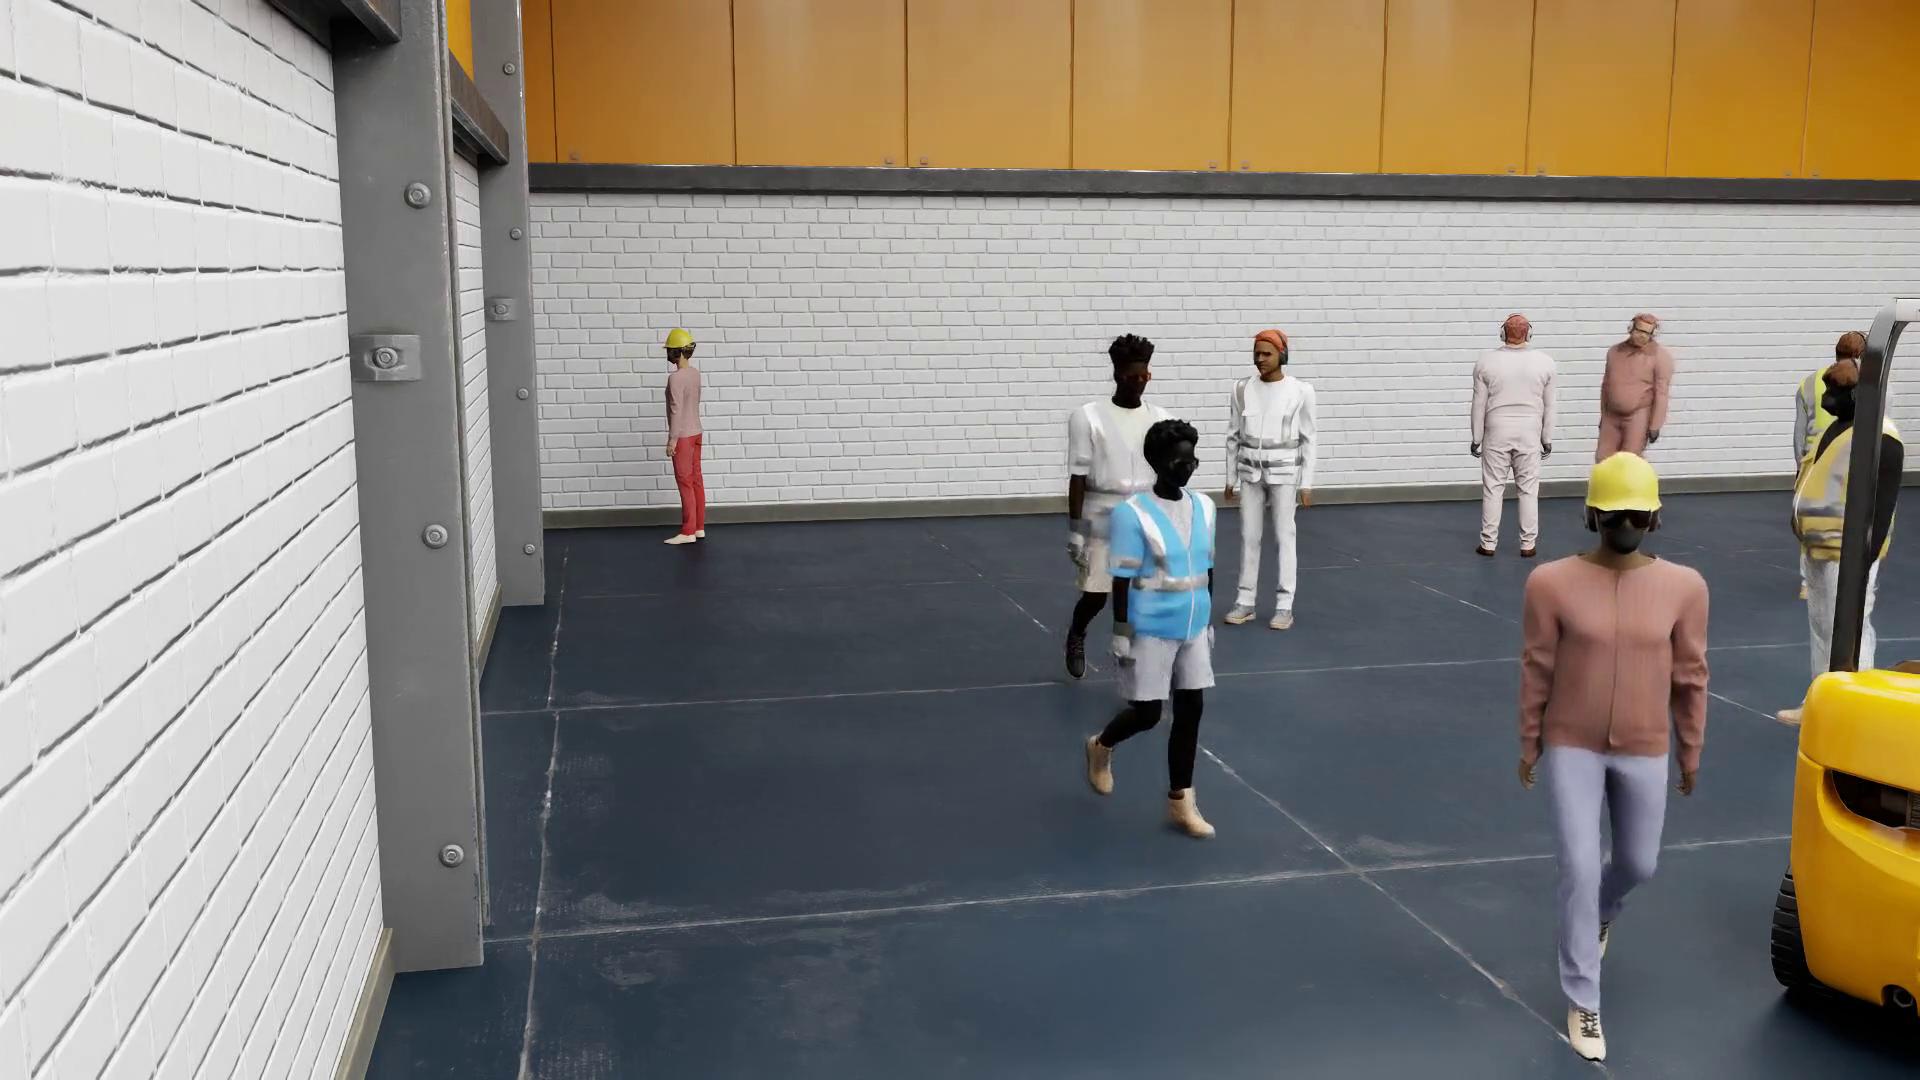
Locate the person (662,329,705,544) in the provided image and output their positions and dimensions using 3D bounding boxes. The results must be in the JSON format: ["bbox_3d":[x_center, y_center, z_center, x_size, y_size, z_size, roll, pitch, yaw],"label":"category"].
[{"bbox_3d":[-2.280,-0.845,13.665,0.313,1.769,0.525,2,10,11],"label":"person"}]

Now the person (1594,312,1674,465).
[{"bbox_3d":[5.928,-1.065,14.665,0.489,1.880,0.656,-6,11,-33],"label":"person"}]

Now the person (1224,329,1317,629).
[{"bbox_3d":[1.941,-0.382,10.478,0.584,1.882,0.337,6,11,32],"label":"person"}]

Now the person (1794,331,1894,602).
[{"bbox_3d":[5.979,-0.488,11.258,0.428,1.842,0.631,-8,12,-39],"label":"person"}]

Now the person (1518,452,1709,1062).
[{"bbox_3d":[1.931,0.590,4.987,0.529,1.745,0.718,2,9,10],"label":"person"}]

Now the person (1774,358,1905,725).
[{"bbox_3d":[4.214,0.051,7.977,0.429,1.840,0.631,1,9,5],"label":"person"}]

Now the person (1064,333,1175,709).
[{"bbox_3d":[0.802,-0.100,8.586,0.615,1.944,0.815,-2,10,-13],"label":"person"}]

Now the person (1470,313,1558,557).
[{"bbox_3d":[4.323,-0.813,13.032,0.641,1.912,0.407,2,10,12],"label":"person"}]

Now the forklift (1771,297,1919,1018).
[{"bbox_3d":[3.542,0.334,5.177,2.313,2.155,1.214,-9,13,-43],"label":"forklift"}]

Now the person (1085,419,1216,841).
[{"bbox_3d":[0.788,0.336,6.697,0.544,1.678,0.603,-6,11,-34],"label":"person"}]
